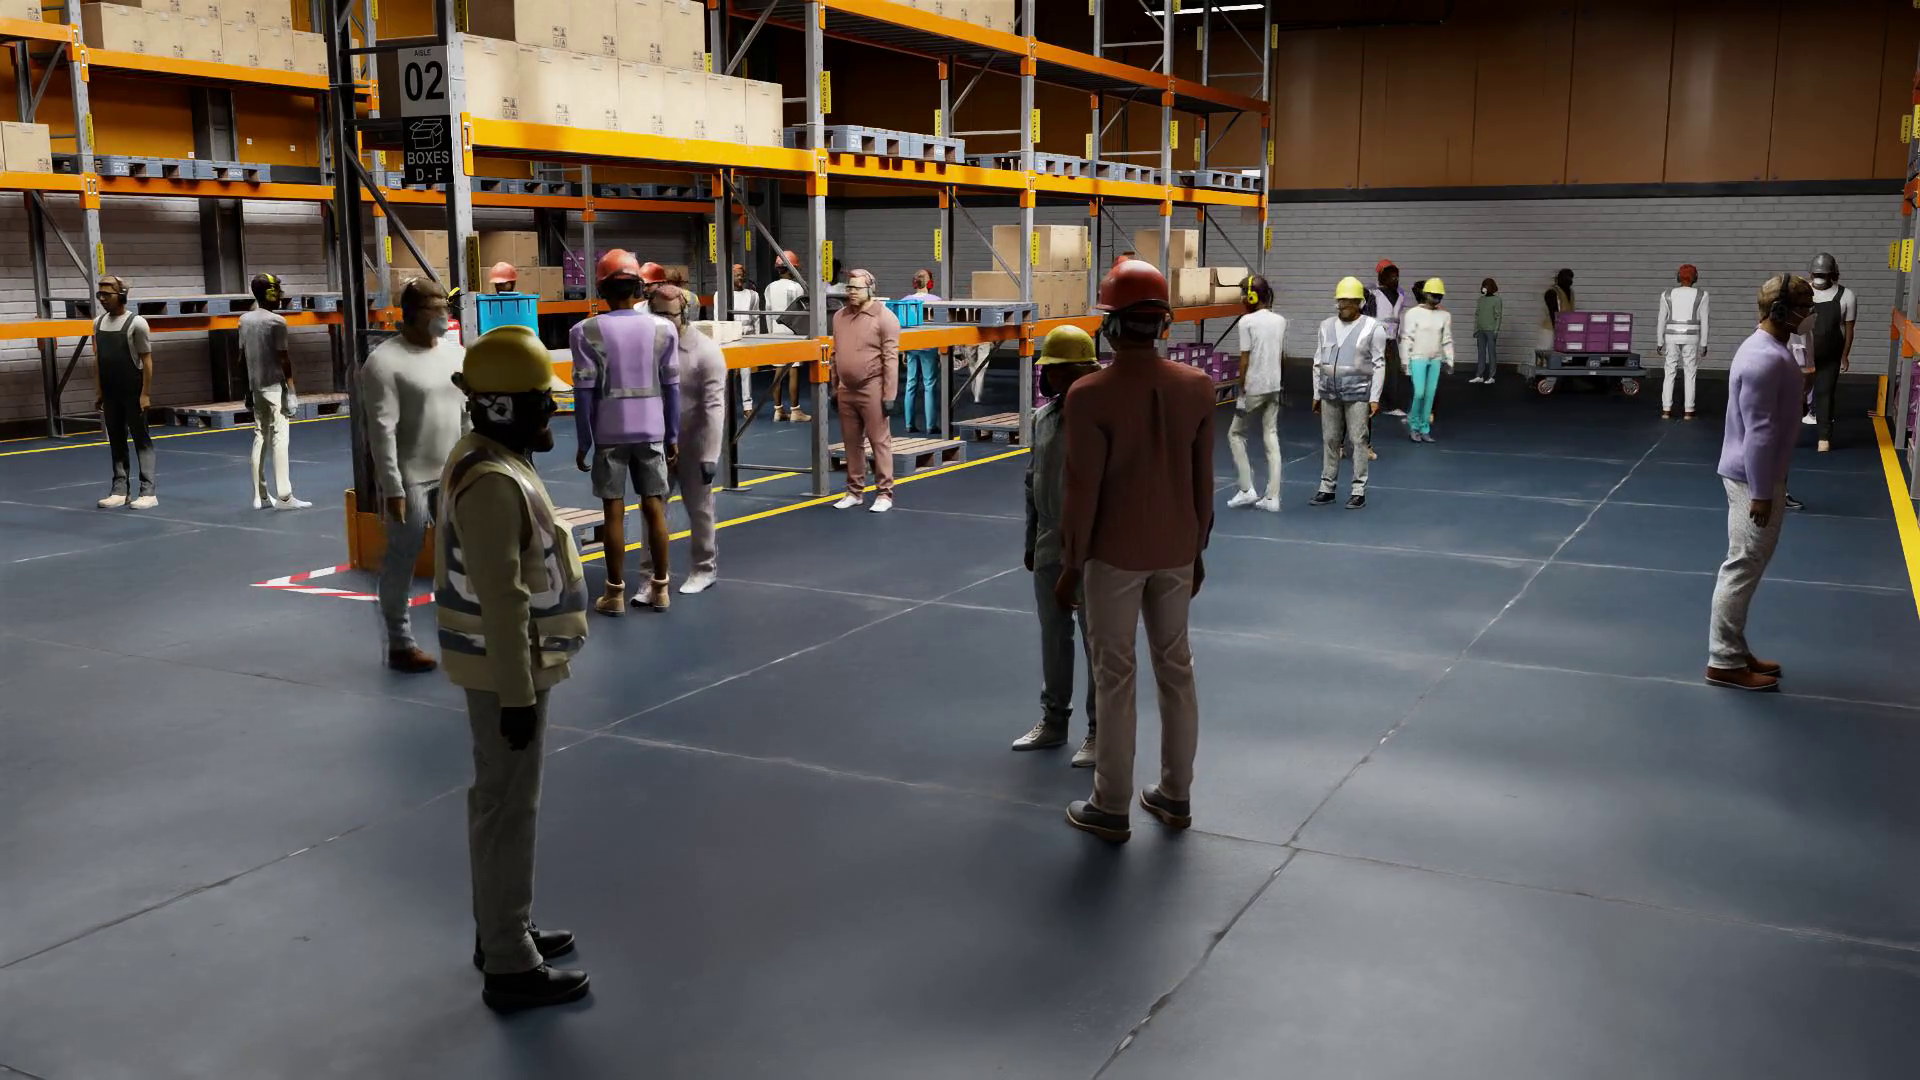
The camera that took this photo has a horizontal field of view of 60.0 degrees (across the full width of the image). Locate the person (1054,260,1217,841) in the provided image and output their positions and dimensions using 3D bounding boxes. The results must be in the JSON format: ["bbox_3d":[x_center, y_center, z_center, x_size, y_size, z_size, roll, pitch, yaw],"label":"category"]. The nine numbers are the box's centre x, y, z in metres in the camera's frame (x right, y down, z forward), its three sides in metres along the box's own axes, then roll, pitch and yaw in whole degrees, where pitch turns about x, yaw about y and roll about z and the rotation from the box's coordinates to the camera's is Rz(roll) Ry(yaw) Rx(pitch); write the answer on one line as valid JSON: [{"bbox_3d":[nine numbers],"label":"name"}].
[{"bbox_3d":[0.604,0.041,5.764,0.608,1.996,0.380,-5,11,-27],"label":"person"}]

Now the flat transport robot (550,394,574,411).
[{"bbox_3d":[-4.697,-1.732,21.017,1.431,0.197,0.652,-1,10,-6],"label":"flat transport robot"}]

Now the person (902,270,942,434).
[{"bbox_3d":[-0.432,-2.096,18.621,0.568,1.835,0.387,5,11,28],"label":"person"}]

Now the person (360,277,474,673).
[{"bbox_3d":[-2.429,-0.270,7.840,0.955,1.896,0.655,6,12,32],"label":"person"}]

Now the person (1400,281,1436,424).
[{"bbox_3d":[5.438,-2.210,19.653,0.540,1.698,0.318,-5,11,-25],"label":"person"}]

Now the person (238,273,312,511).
[{"bbox_3d":[-5.430,-1.159,13.096,0.530,1.864,0.313,5,11,25],"label":"person"}]

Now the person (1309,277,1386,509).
[{"bbox_3d":[3.059,-1.162,13.204,0.602,1.830,0.404,8,13,40],"label":"person"}]

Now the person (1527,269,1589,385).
[{"bbox_3d":[9.227,-3.284,25.654,0.616,1.789,1.003,-6,11,-29],"label":"person"}]

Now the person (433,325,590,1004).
[{"bbox_3d":[-1.215,0.334,4.544,0.404,1.829,0.600,-3,10,-18],"label":"person"}]

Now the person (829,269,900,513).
[{"bbox_3d":[-0.776,-1.164,13.039,0.645,1.900,0.395,7,12,35],"label":"person"}]

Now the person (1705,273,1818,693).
[{"bbox_3d":[3.718,-0.265,7.731,0.360,1.932,0.628,5,11,28],"label":"person"}]

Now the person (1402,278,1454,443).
[{"bbox_3d":[4.999,-1.899,17.664,0.554,1.751,0.438,-3,10,-16],"label":"person"}]

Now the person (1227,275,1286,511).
[{"bbox_3d":[2.360,-1.157,13.132,0.610,1.843,0.604,-6,11,-31],"label":"person"}]

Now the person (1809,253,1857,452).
[{"bbox_3d":[8.737,-1.921,16.993,0.676,2.000,0.536,6,11,31],"label":"person"}]

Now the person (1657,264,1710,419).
[{"bbox_3d":[8.813,-2.411,20.286,0.584,1.882,0.337,6,11,31],"label":"person"}]

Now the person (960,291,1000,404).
[{"bbox_3d":[0.265,-2.634,22.422,0.537,1.588,0.883,2,10,9],"label":"person"}]

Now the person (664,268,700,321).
[{"bbox_3d":[-3.372,-2.279,19.644,0.626,1.843,0.430,-5,11,-28],"label":"person"}]

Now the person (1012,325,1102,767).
[{"bbox_3d":[0.435,0.024,6.596,0.320,1.742,0.492,-10,14,-44],"label":"person"}]

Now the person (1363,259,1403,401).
[{"bbox_3d":[5.773,-2.861,22.746,0.549,1.934,0.374,1,10,6],"label":"person"}]

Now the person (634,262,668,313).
[{"bbox_3d":[-2.695,-1.486,14.775,0.547,1.938,0.379,4,10,20],"label":"person"}]

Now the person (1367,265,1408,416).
[{"bbox_3d":[5.257,-2.515,20.940,0.607,1.882,0.940,-6,11,-31],"label":"person"}]

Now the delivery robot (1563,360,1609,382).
[{"bbox_3d":[9.312,-2.548,24.654,0.707,0.478,0.477,2,10,13],"label":"delivery robot"}]

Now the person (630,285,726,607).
[{"bbox_3d":[-1.642,-0.535,9.570,0.656,1.835,0.964,3,10,15],"label":"person"}]

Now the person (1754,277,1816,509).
[{"bbox_3d":[6.471,-1.136,13.054,0.586,1.833,0.403,-6,12,-32],"label":"person"}]

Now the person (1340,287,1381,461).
[{"bbox_3d":[3.867,-1.616,16.217,0.535,1.700,0.318,6,11,30],"label":"person"}]

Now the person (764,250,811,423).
[{"bbox_3d":[-2.047,-2.422,19.878,0.608,2.048,0.365,7,12,36],"label":"person"}]

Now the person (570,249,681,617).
[{"bbox_3d":[-1.861,-0.589,9.278,0.608,2.044,0.372,-5,11,-26],"label":"person"}]

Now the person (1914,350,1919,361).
[{"bbox_3d":[13.985,-2.928,24.005,0.505,1.632,0.269,7,12,35],"label":"person"}]

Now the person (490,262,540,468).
[{"bbox_3d":[-4.163,-1.588,15.367,0.550,1.935,0.376,0,10,2],"label":"person"}]

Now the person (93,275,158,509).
[{"bbox_3d":[-6.632,-1.162,13.170,0.506,1.846,0.344,2,10,13],"label":"person"}]

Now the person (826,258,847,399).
[{"bbox_3d":[-1.718,-2.937,23.126,0.495,1.953,0.640,-7,12,-36],"label":"person"}]

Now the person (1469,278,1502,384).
[{"bbox_3d":[8.185,-3.247,25.852,0.281,1.633,0.500,-6,11,-29],"label":"person"}]

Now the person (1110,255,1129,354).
[{"bbox_3d":[2.485,-3.448,26.027,0.527,1.985,0.635,0,10,0],"label":"person"}]

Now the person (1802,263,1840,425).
[{"bbox_3d":[10.219,-2.322,19.704,0.651,1.906,0.403,-8,13,-39],"label":"person"}]

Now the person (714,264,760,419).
[{"bbox_3d":[-2.705,-2.401,20.230,0.582,1.884,0.351,-4,10,-20],"label":"person"}]
